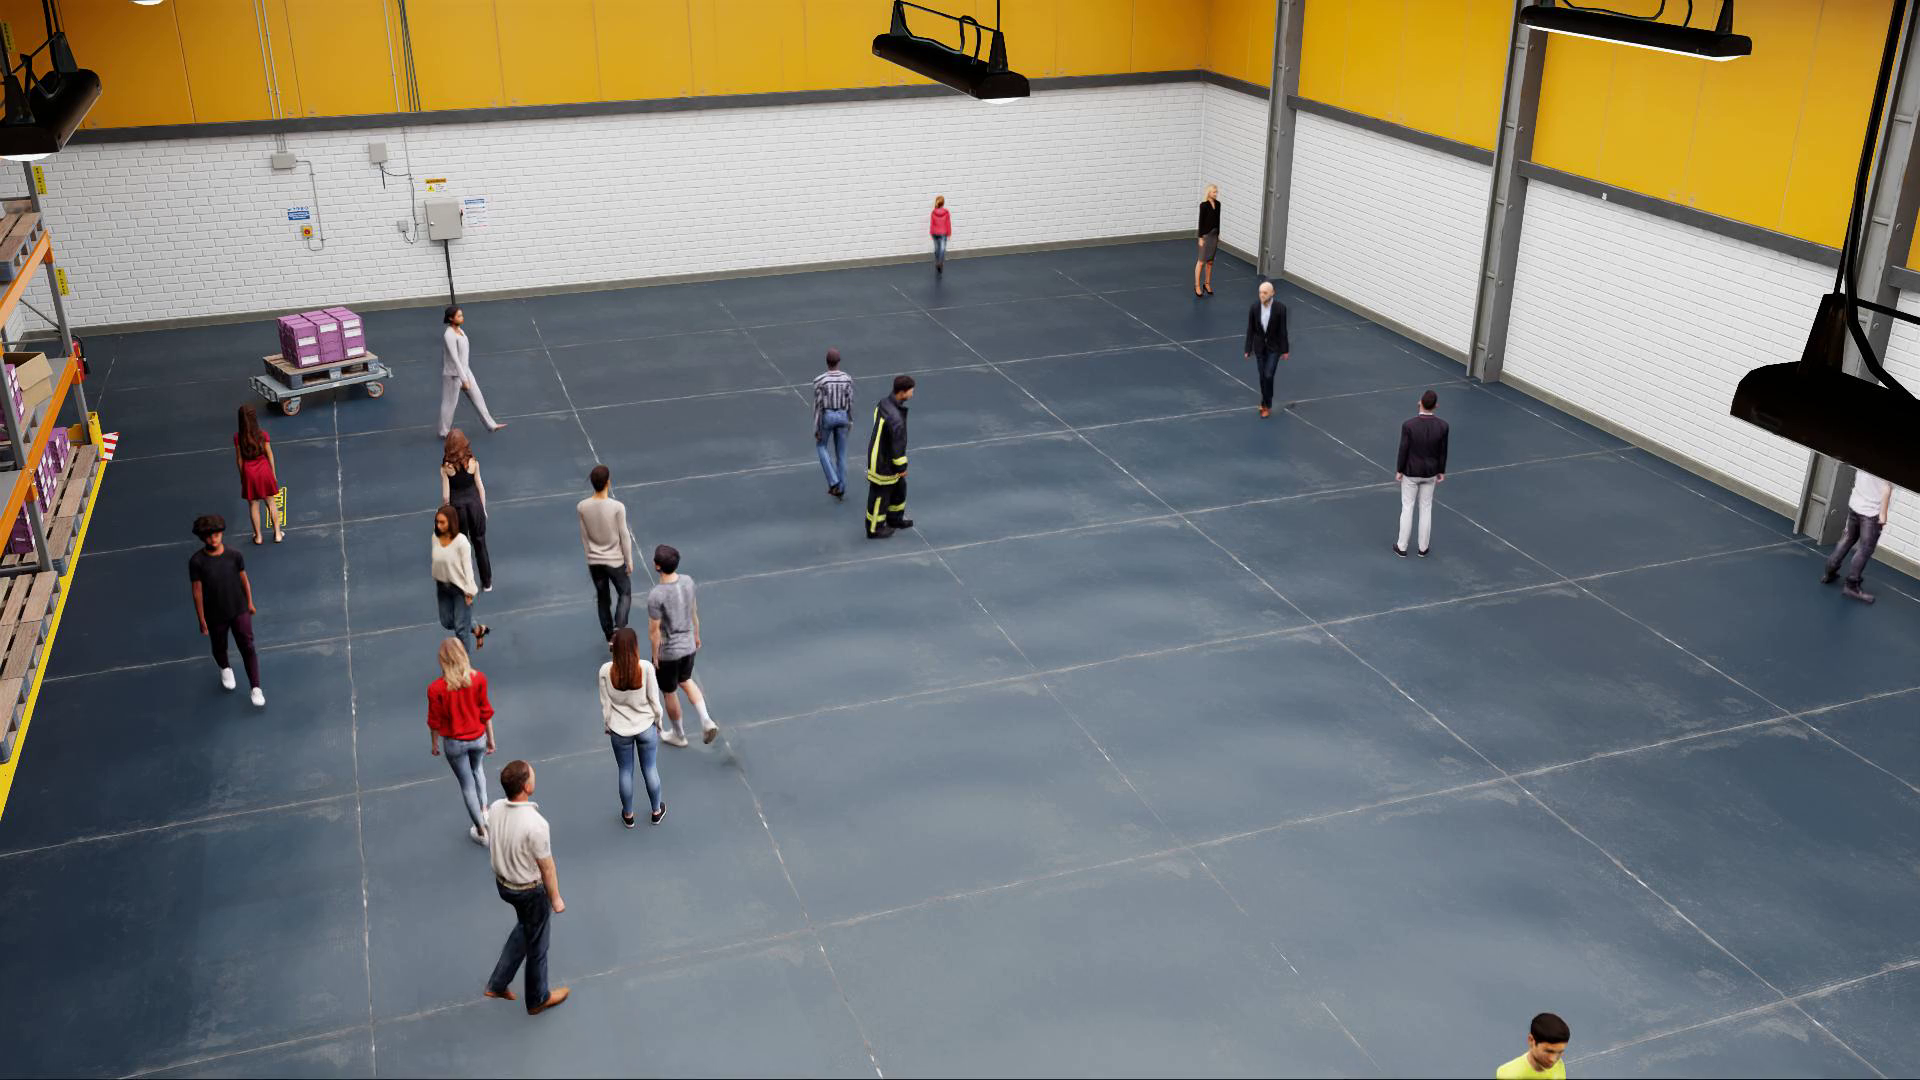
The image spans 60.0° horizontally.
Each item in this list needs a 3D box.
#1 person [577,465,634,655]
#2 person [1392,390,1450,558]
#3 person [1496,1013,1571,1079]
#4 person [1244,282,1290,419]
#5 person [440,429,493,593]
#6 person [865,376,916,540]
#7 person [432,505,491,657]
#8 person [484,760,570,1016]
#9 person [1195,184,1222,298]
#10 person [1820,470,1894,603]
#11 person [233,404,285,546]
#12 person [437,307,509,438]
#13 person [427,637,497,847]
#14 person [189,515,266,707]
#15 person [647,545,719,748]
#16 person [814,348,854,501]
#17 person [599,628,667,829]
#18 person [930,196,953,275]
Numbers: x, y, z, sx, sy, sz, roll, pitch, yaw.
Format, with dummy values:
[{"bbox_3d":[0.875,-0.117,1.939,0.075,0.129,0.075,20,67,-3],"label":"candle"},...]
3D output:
[{"bbox_3d":[-3.298,0.238,15.373,0.796,1.855,0.876,3,24,6],"label":"person"},{"bbox_3d":[4.851,-0.702,17.535,0.735,1.845,0.713,2,24,5],"label":"person"},{"bbox_3d":[2.957,3.190,8.805,0.669,1.706,0.619,-15,28,-31],"label":"person"},{"bbox_3d":[4.068,-2.527,21.806,0.947,1.768,0.998,13,27,28],"label":"person"},{"bbox_3d":[-4.969,-0.285,16.704,0.627,1.747,0.573,-13,27,-28],"label":"person"},{"bbox_3d":[-0.875,-0.872,17.886,0.926,1.876,0.806,-7,24,-15],"label":"person"},{"bbox_3d":[-4.528,0.431,15.168,0.875,1.665,0.929,12,26,25],"label":"person"},{"bbox_3d":[-2.879,2.295,10.685,0.866,1.841,0.909,21,31,39],"label":"person"},{"bbox_3d":[4.038,-4.891,27.125,0.669,1.840,0.639,-17,29,-33],"label":"person"},{"bbox_3d":[9.087,-0.294,16.637,0.911,1.816,0.730,7,25,16],"label":"person"},{"bbox_3d":[-7.582,-0.712,17.925,0.556,1.551,0.618,-11,26,-23],"label":"person"},{"bbox_3d":[-6.388,-2.070,20.856,1.003,1.691,1.138,1,24,2],"label":"person"},{"bbox_3d":[-3.714,1.561,12.554,0.720,1.688,0.771,-18,29,-35],"label":"person"},{"bbox_3d":[-6.529,0.582,14.730,0.785,1.740,1.169,-13,27,-28],"label":"person"},{"bbox_3d":[-2.295,0.925,13.797,0.991,1.859,0.885,20,30,38],"label":"person"},{"bbox_3d":[-1.405,-1.278,18.933,0.665,1.781,0.628,-10,26,-22],"label":"person"},{"bbox_3d":[-2.516,1.442,12.822,0.657,1.692,0.609,-3,24,-8],"label":"person"},{"bbox_3d":[-0.357,-5.226,28.580,0.819,1.288,0.979,5,24,12],"label":"person"}]
